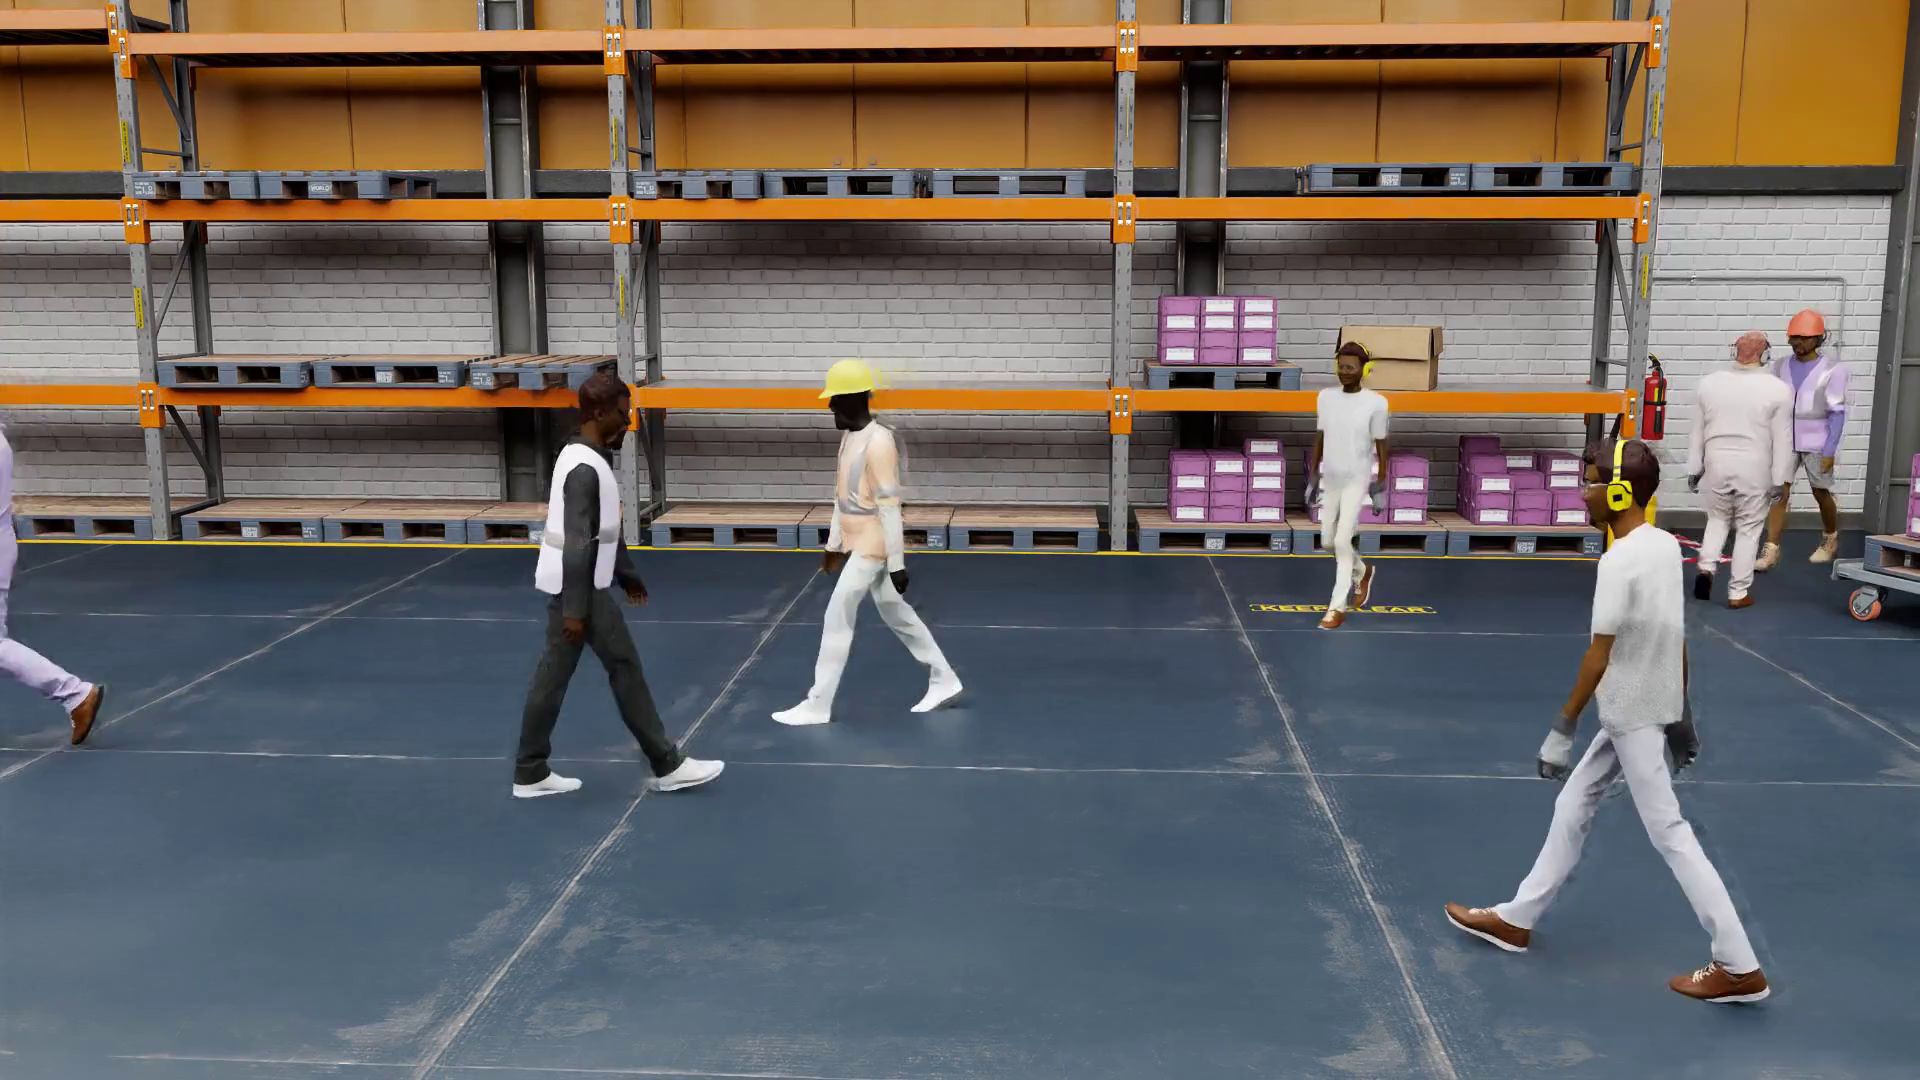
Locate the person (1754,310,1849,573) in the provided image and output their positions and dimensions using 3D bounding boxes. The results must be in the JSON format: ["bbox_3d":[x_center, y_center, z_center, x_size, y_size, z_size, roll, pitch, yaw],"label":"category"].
[{"bbox_3d":[6.452,-0.756,12.654,1.079,1.986,0.622,-7,12,-35],"label":"person"}]

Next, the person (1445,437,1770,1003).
[{"bbox_3d":[2.151,0.577,5.380,1.057,1.806,0.529,7,12,35],"label":"person"}]

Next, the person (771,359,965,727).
[{"bbox_3d":[-0.437,0.010,8.503,1.018,1.873,0.575,-2,10,-10],"label":"person"}]

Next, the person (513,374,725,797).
[{"bbox_3d":[-1.539,0.209,7.307,0.980,1.862,0.625,-3,10,-15],"label":"person"}]

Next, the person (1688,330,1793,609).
[{"bbox_3d":[5.246,-0.465,11.187,0.462,1.890,0.654,-9,13,-43],"label":"person"}]

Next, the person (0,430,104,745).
[{"bbox_3d":[-4.584,0.101,7.902,0.797,1.889,0.653,-3,10,-19],"label":"person"}]

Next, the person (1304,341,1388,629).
[{"bbox_3d":[2.541,-0.377,10.820,0.520,1.846,0.755,9,13,44],"label":"person"}]
